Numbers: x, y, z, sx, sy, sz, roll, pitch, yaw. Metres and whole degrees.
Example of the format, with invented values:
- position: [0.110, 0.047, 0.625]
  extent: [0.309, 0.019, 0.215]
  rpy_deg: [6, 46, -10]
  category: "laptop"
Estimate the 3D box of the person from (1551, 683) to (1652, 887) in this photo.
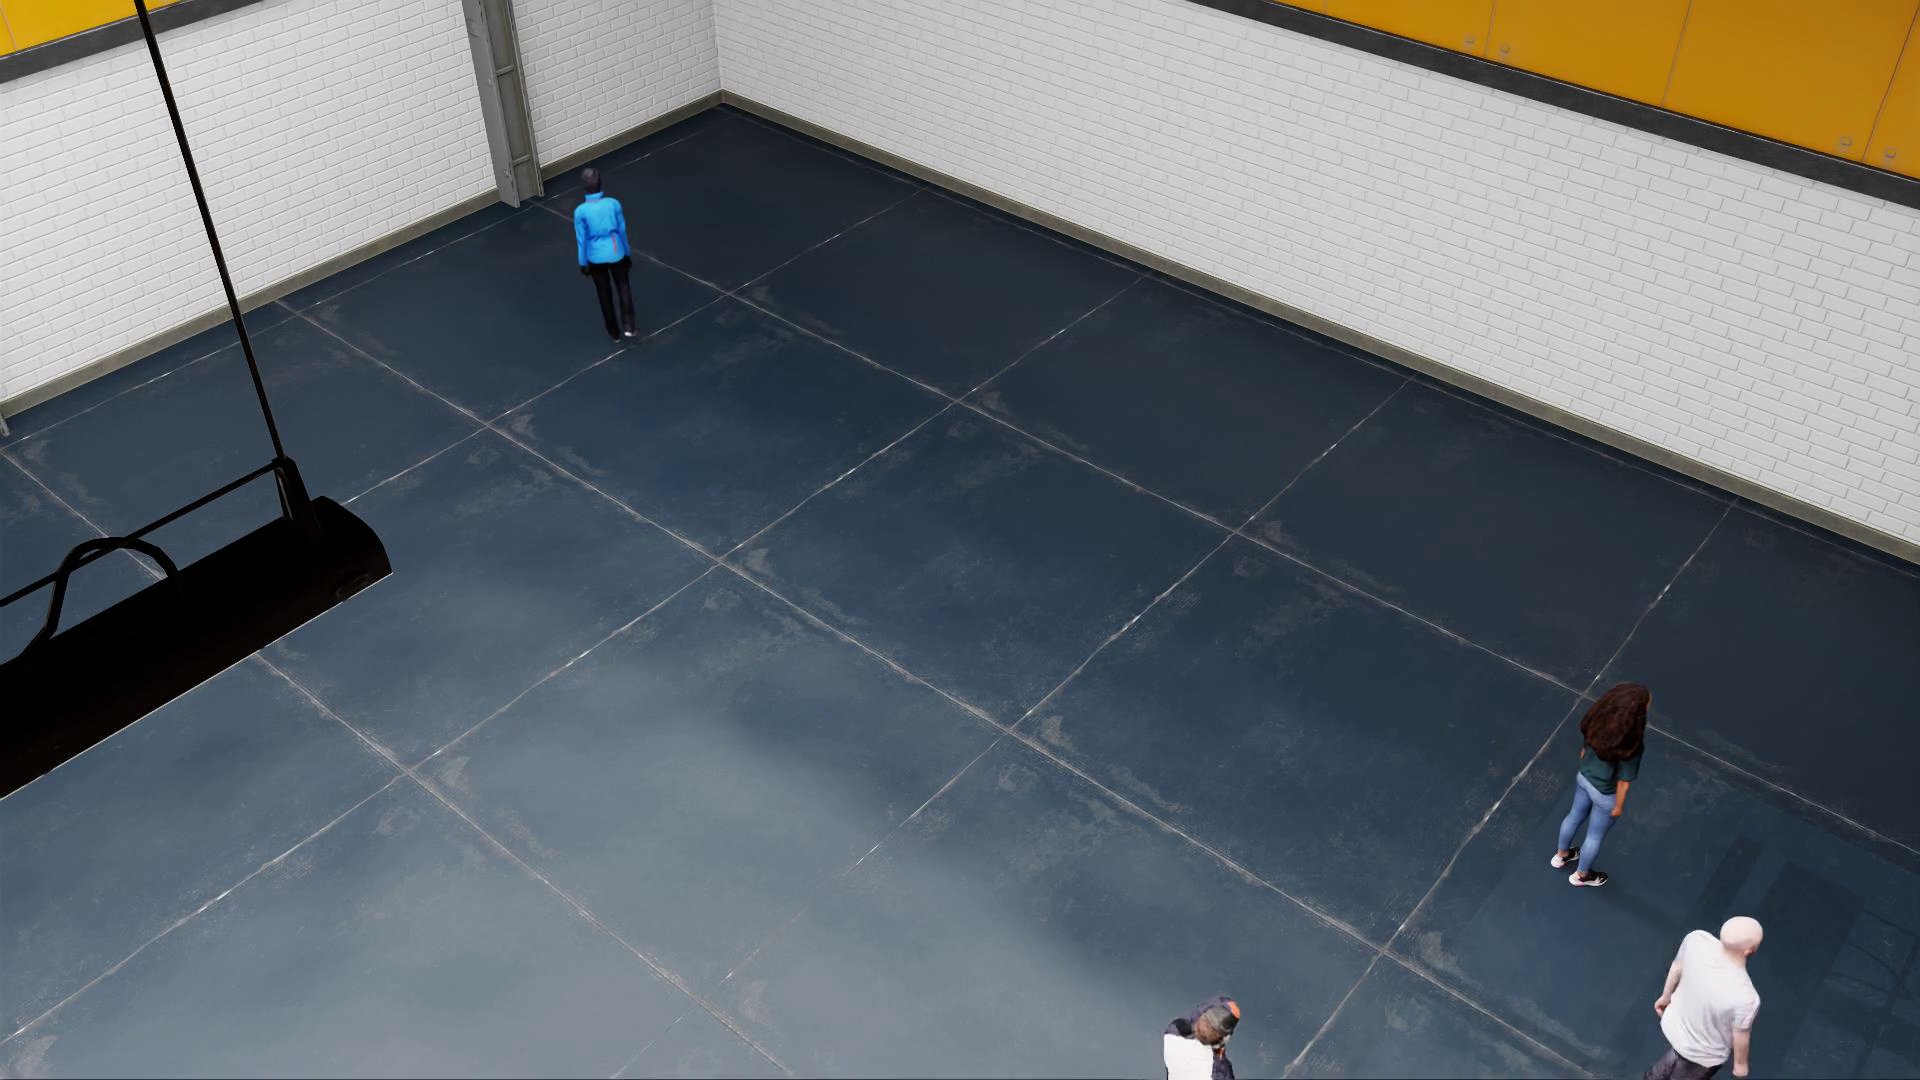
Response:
- position: [4.010, 1.520, 10.402]
  extent: [0.737, 1.616, 0.703]
  rpy_deg: [-13, 40, -15]
  category: "person"

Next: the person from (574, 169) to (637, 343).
- position: [-3.254, -2.579, 15.399]
  extent: [0.800, 1.787, 0.852]
  rpy_deg: [-15, 41, -18]
  category: "person"

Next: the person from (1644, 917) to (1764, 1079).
- position: [3.836, 2.641, 8.838]
  extent: [0.846, 1.817, 0.794]
  rpy_deg: [-5, 39, -7]
  category: "person"

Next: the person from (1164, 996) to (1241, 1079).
- position: [1.111, 2.967, 8.380]
  extent: [0.873, 1.880, 0.811]
  rpy_deg: [-22, 44, -25]
  category: "person"
